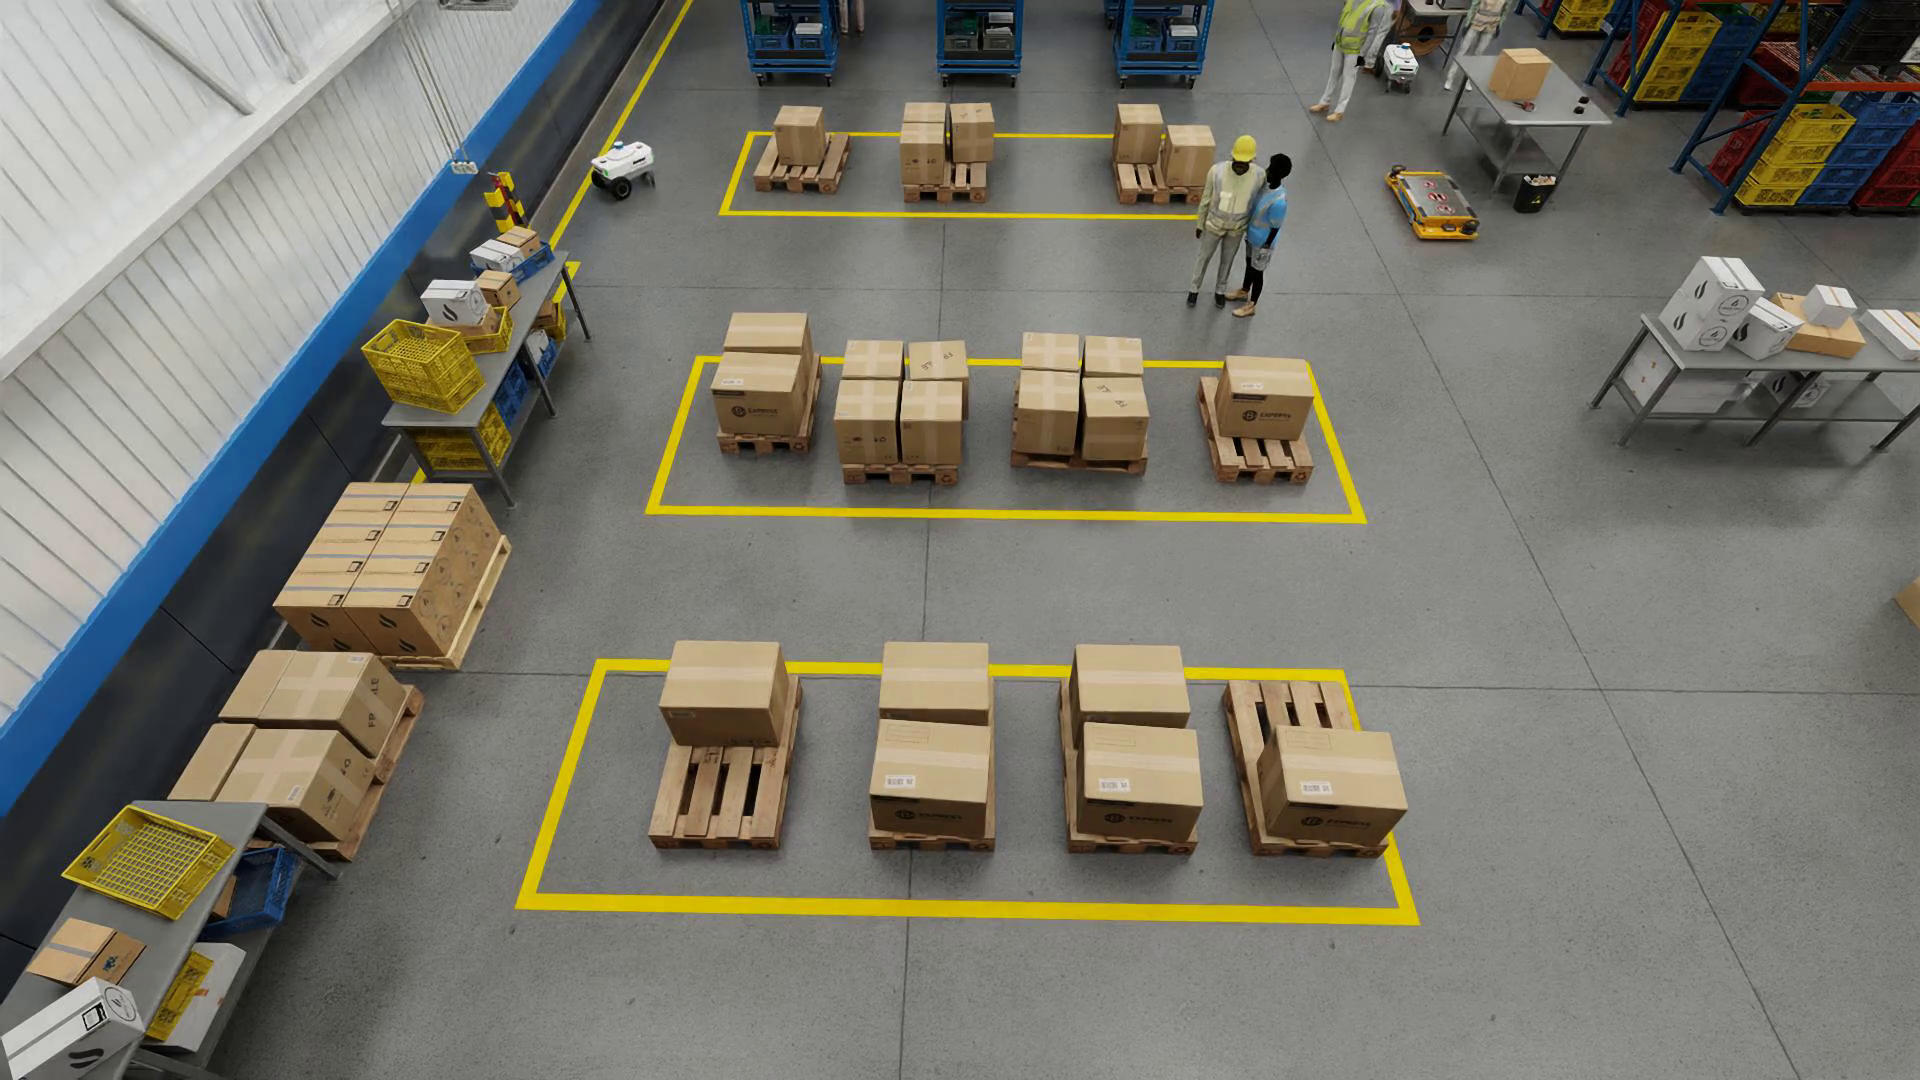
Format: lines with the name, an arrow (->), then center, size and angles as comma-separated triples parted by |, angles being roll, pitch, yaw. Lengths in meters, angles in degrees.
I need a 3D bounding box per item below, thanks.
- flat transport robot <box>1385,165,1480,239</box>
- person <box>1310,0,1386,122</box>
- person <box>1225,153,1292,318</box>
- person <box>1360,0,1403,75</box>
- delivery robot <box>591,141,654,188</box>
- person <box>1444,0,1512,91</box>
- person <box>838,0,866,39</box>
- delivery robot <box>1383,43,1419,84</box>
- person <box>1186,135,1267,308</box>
flat transport robot -> 5.692, -4.094, 11.059 | 0.652, 0.197, 1.431 | 1, 49, 1
person -> 5.163, -6.542, 12.151 | 0.429, 1.838, 0.622 | -19, 52, -16
person -> 3.015, -3.050, 9.217 | 0.315, 1.697, 0.541 | -3, 49, -3
person -> 6.203, -7.732, 13.124 | 0.376, 1.930, 0.626 | 6, 49, 5
delivery robot -> -4.151, -4.663, 11.305 | 0.477, 0.478, 0.707 | 35, 57, 26
person -> 7.299, -7.161, 12.815 | 0.523, 1.636, 0.311 | 6, 49, 5
person -> -1.710, -8.768, 13.983 | 0.619, 1.983, 0.412 | -19, 52, -16
delivery robot -> 6.373, -6.919, 13.258 | 0.477, 0.478, 0.707 | 4, 49, 4
person -> 2.687, -3.182, 9.243 | 0.592, 1.833, 0.404 | 6, 49, 5
